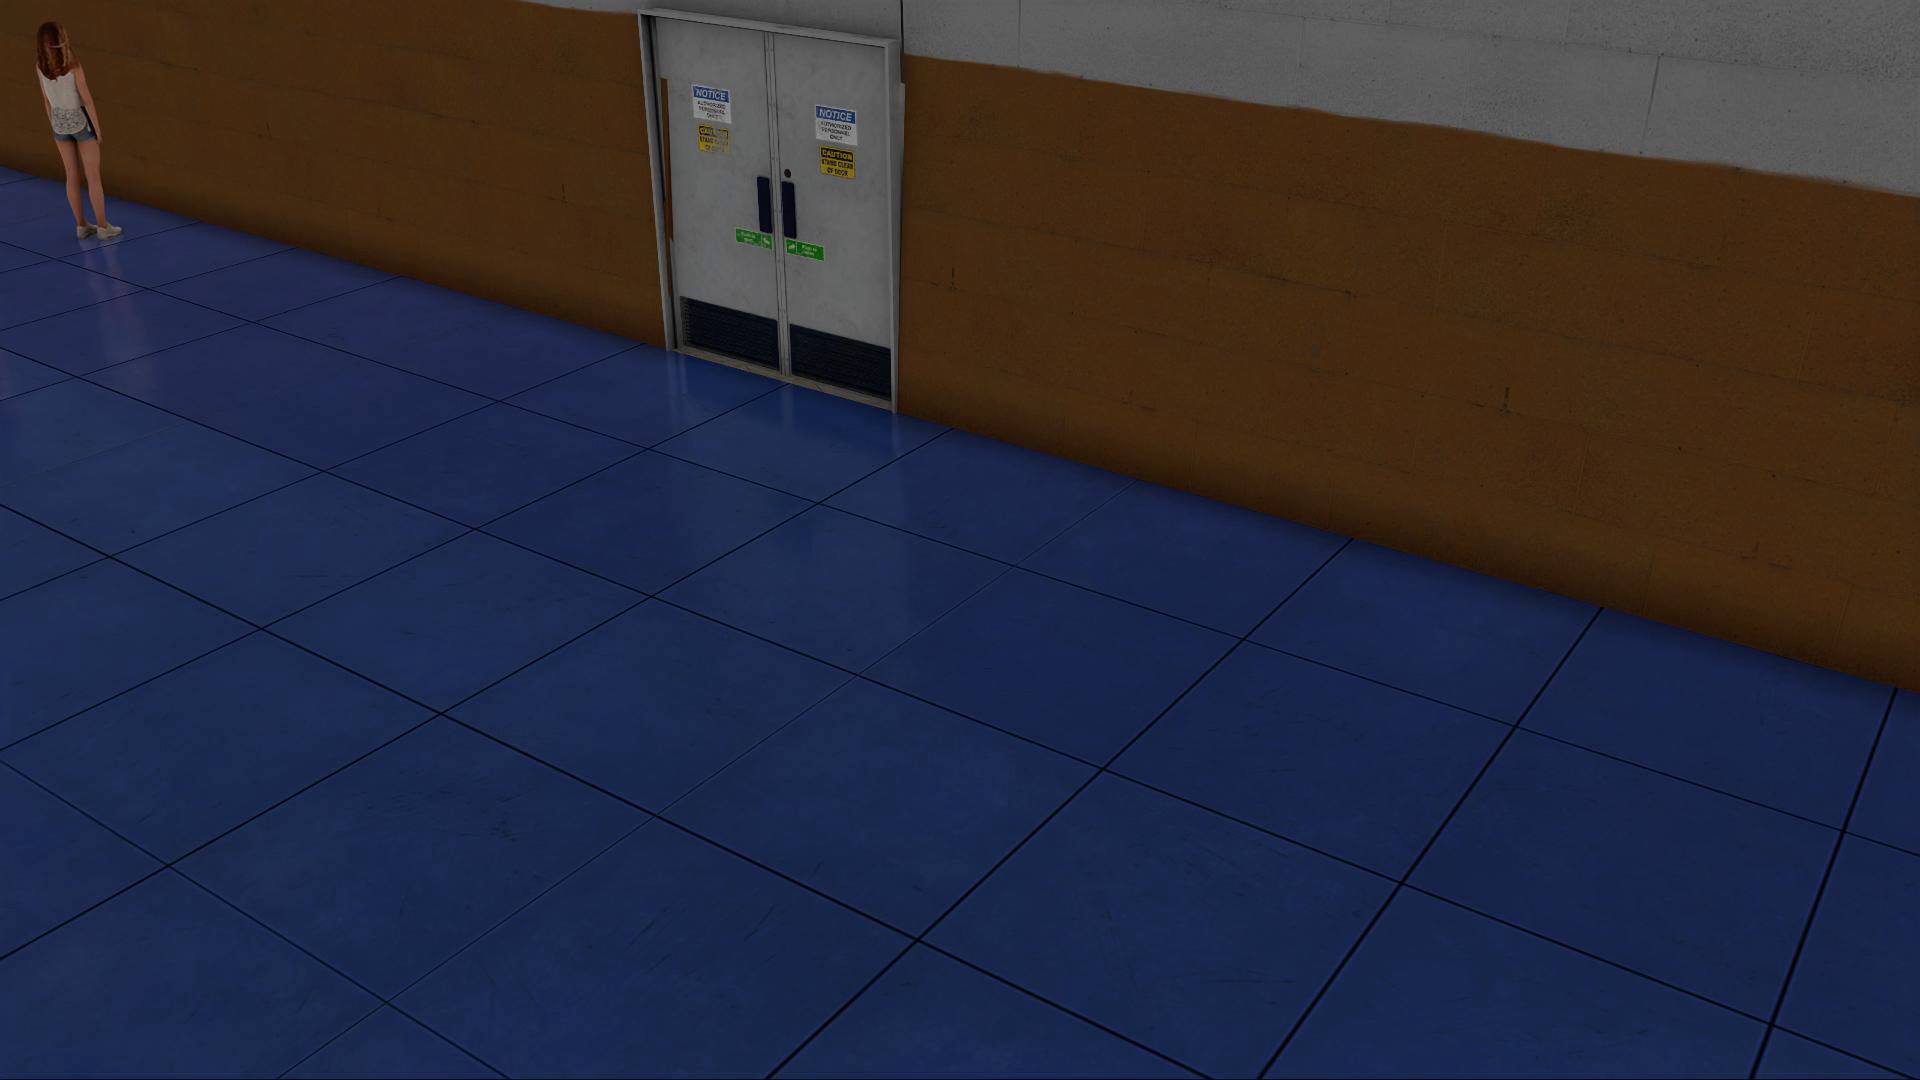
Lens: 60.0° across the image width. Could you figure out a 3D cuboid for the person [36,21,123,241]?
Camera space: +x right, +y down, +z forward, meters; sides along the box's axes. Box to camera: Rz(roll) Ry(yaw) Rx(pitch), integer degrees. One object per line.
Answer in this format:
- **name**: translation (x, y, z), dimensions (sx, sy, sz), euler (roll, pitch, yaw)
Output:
- **person**: translation (-7.300, -3.355, 13.682), dimensions (0.639, 1.755, 0.659), euler (2, 27, 3)
